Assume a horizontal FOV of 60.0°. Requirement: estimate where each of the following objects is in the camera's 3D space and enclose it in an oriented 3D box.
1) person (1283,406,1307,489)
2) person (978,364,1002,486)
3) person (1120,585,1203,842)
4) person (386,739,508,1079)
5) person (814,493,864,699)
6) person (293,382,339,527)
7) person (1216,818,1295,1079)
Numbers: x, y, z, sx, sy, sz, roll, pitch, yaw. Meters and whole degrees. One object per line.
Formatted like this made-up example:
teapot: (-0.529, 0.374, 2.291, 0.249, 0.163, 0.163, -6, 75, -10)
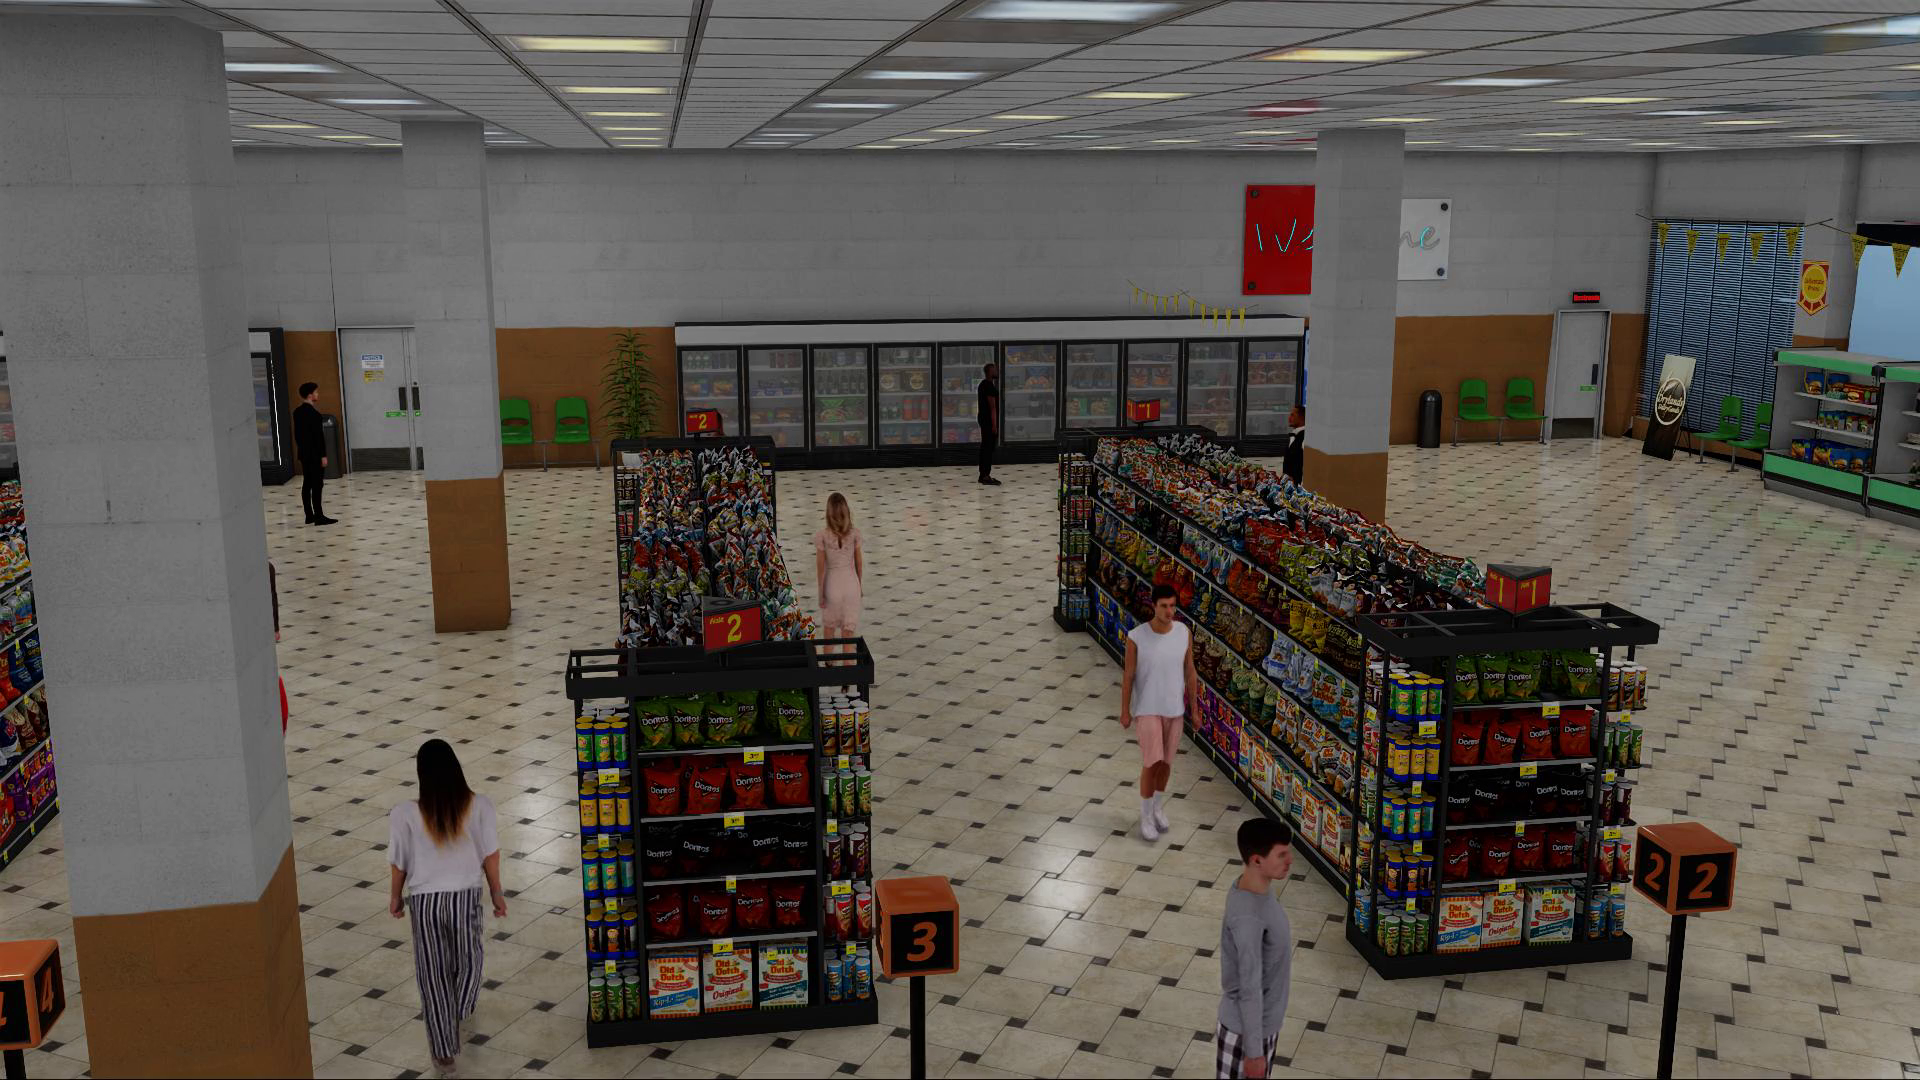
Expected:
person: (3.954, -0.616, 19.434, 0.758, 1.919, 0.507, -3, 12, -12)
person: (0.431, -1.758, 25.099, 0.731, 1.819, 0.484, -3, 12, -13)
person: (1.350, 1.137, 11.477, 0.685, 1.766, 0.741, -4, 13, -18)
person: (-2.558, 1.866, 8.347, 0.857, 1.630, 1.152, -5, 13, -23)
person: (-1.012, 0.530, 14.313, 0.606, 1.785, 1.104, -2, 12, -7)
person: (-8.588, -1.148, 22.024, 0.772, 1.892, 0.844, 9, 15, 37)
person: (1.215, 2.039, 6.998, 0.764, 1.847, 0.631, 3, 12, 14)
